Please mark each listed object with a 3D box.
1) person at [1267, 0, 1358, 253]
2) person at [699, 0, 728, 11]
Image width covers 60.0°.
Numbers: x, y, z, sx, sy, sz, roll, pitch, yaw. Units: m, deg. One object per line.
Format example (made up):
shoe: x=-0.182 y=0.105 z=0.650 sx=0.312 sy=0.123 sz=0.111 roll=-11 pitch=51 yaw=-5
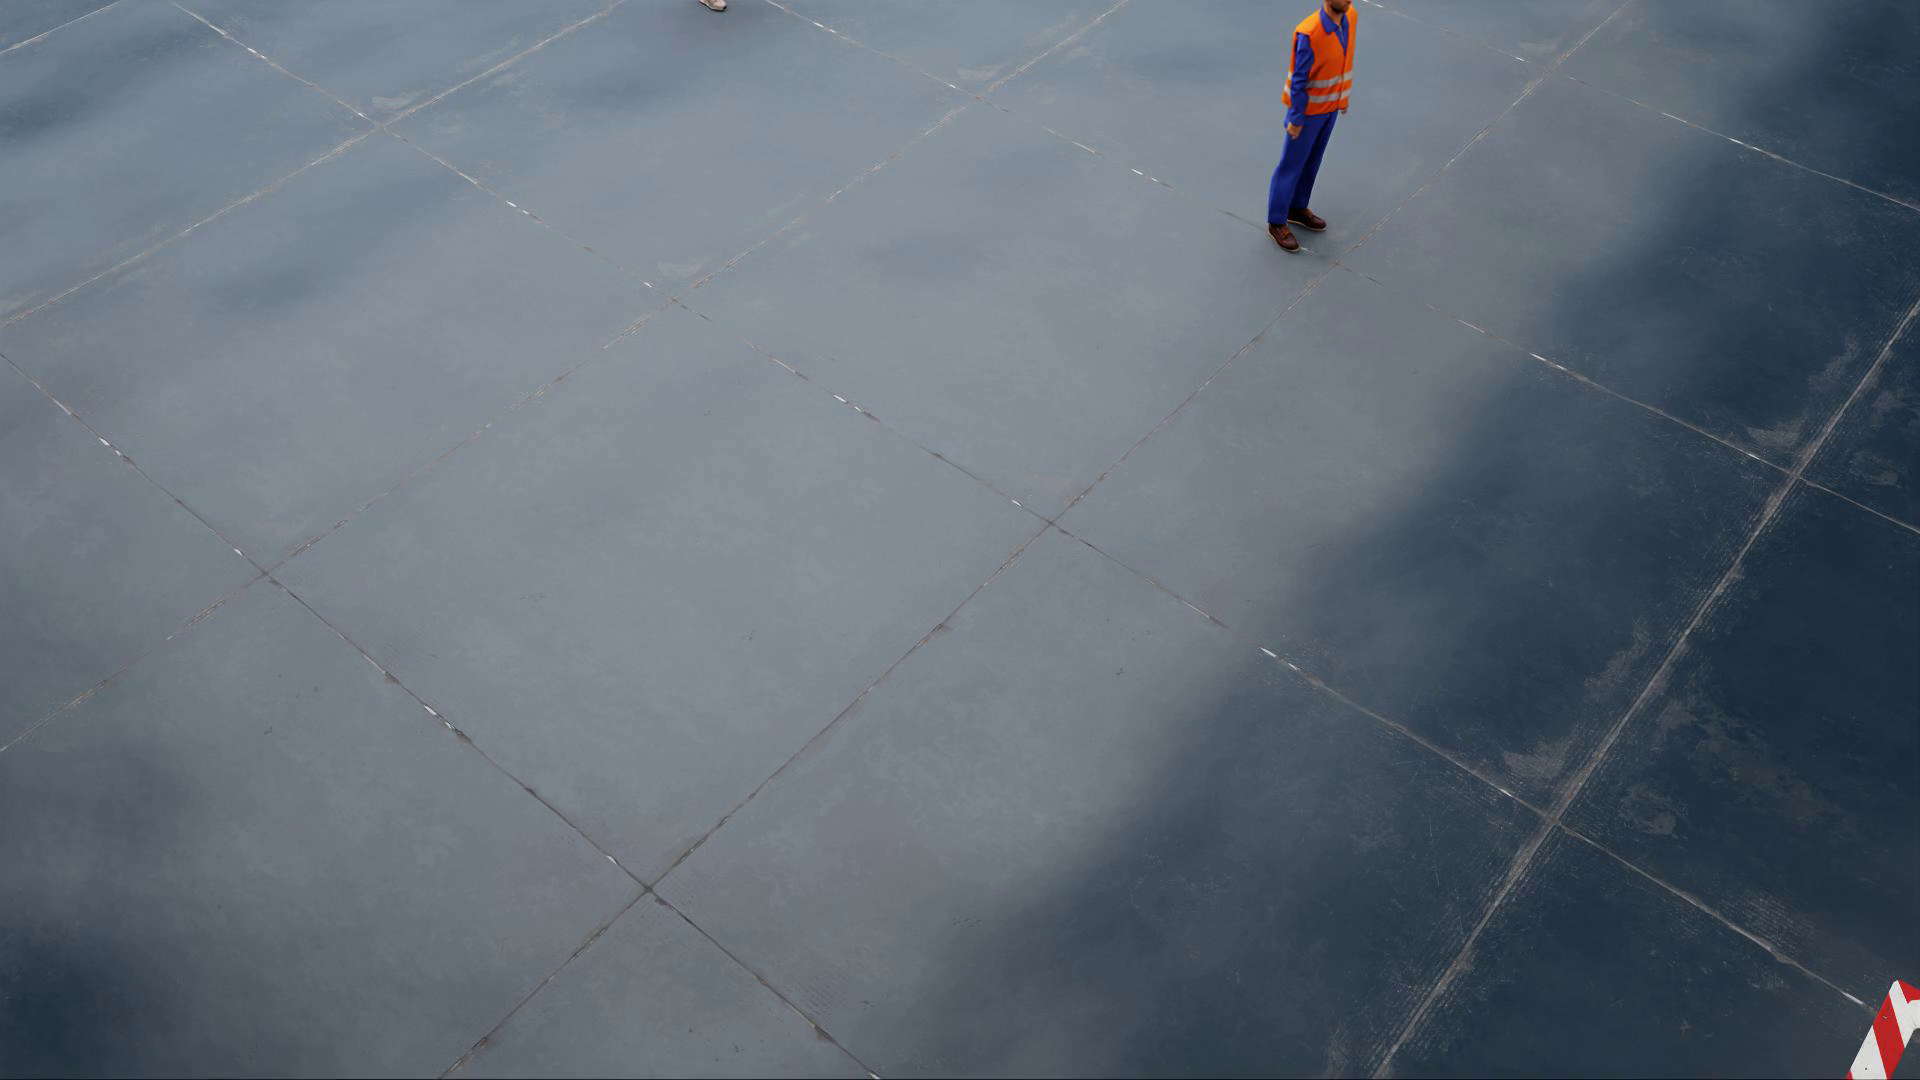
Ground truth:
person: x=2.187 y=-2.676 z=10.270 sx=0.706 sy=1.864 sz=0.627 roll=-35 pitch=56 yaw=-28
person: x=-1.882 y=-4.805 z=12.382 sx=0.576 sy=1.653 sz=0.613 roll=24 pitch=51 yaw=20
